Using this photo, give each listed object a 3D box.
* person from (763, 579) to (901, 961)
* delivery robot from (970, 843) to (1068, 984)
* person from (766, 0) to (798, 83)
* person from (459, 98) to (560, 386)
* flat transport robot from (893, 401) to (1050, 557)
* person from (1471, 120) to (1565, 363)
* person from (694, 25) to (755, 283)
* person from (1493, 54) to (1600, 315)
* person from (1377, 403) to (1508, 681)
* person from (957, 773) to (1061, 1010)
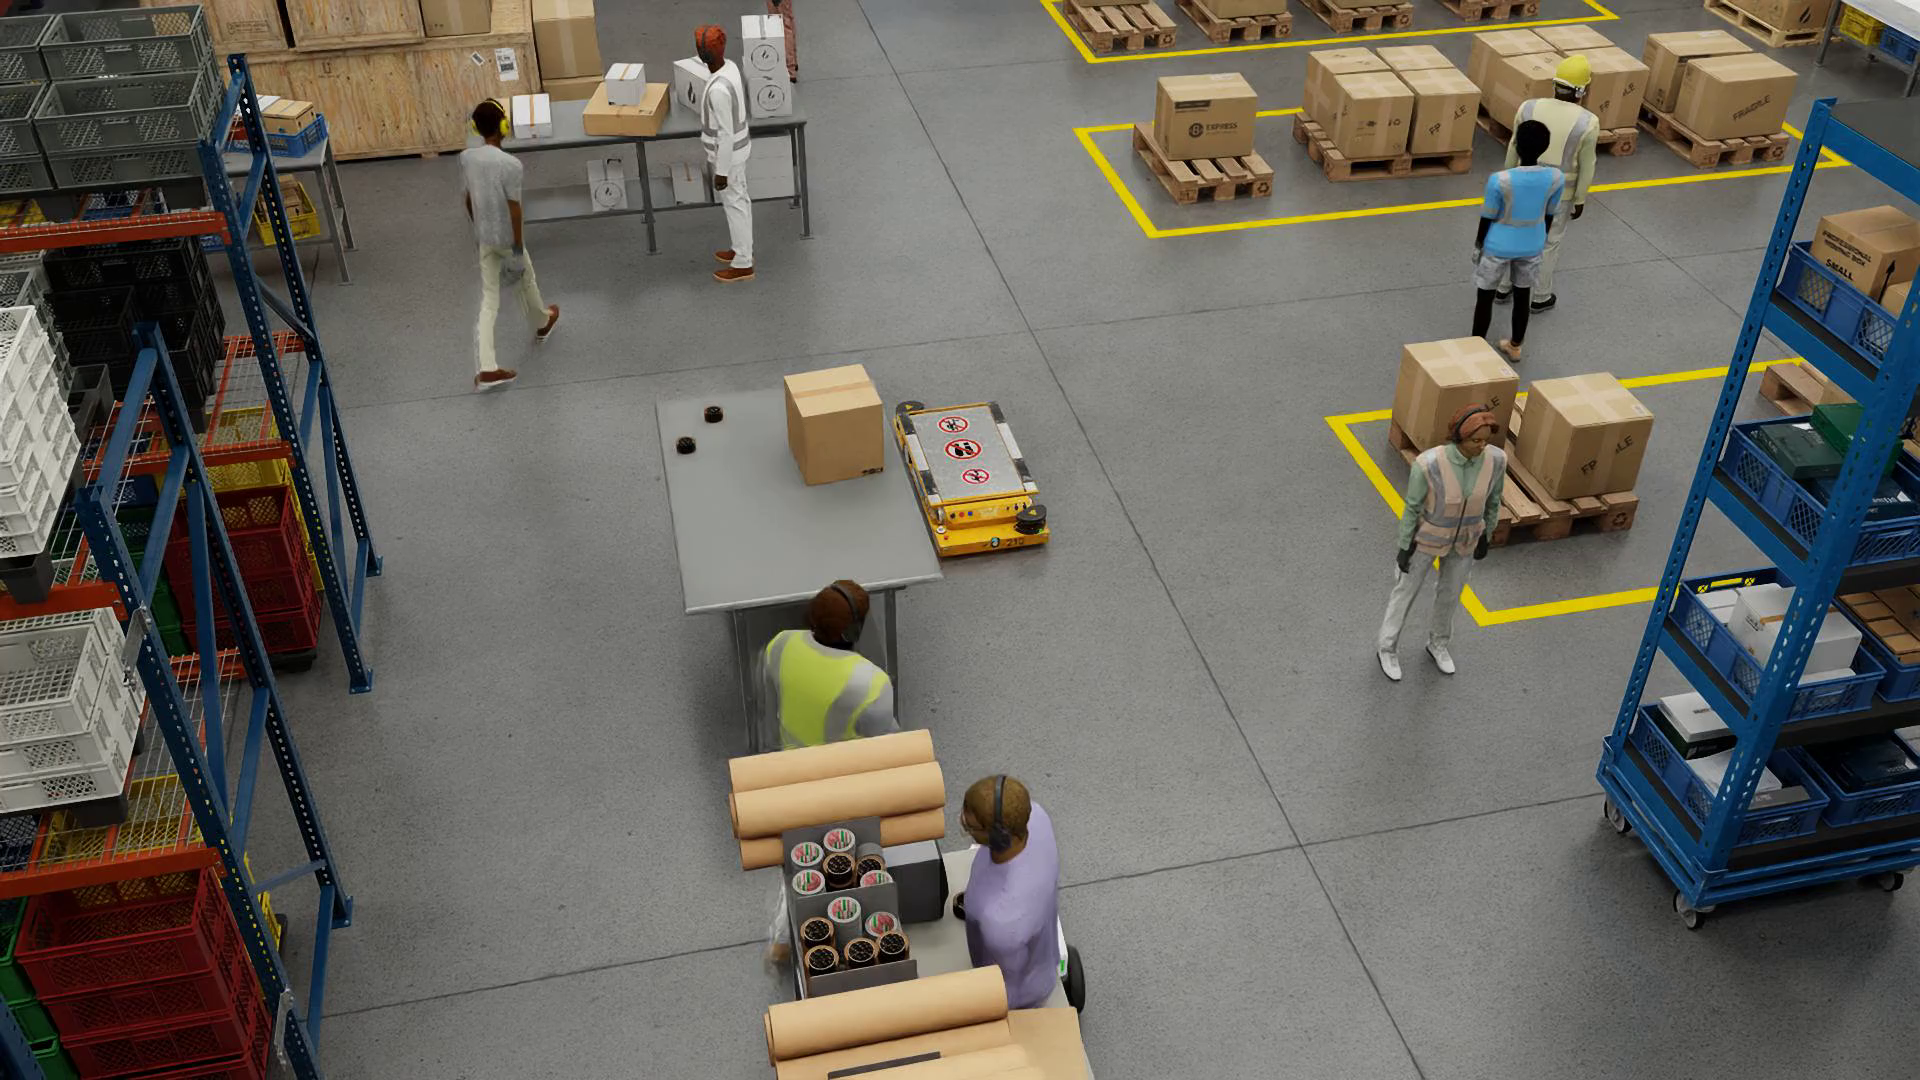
[{"bbox_3d":[-0.530,0.943,7.006,0.619,1.795,0.950,31,46,34],"label":"person"},{"bbox_3d":[0.234,1.591,7.081,0.477,0.478,0.707,-5,37,-6],"label":"delivery robot"},{"bbox_3d":[-1.677,-5.090,15.023,0.401,1.900,0.646,-1,37,-2],"label":"person"},{"bbox_3d":[-3.036,-1.962,10.916,0.516,1.787,1.059,10,38,13],"label":"person"},{"bbox_3d":[0.046,-0.430,10.108,0.652,0.197,1.431,-8,37,-10],"label":"flat transport robot"},{"bbox_3d":[3.636,-1.937,10.955,0.541,1.691,0.320,-4,37,-6],"label":"person"},{"bbox_3d":[-1.673,-2.754,11.892,0.359,1.882,0.575,0,37,0],"label":"person"},{"bbox_3d":[4.072,-2.462,11.541,0.598,1.830,0.403,25,43,29],"label":"person"},{"bbox_3d":[2.438,0.013,8.384,0.521,1.633,0.316,-5,37,-7],"label":"person"},{"bbox_3d":[0.174,1.572,6.043,0.371,1.930,0.627,7,37,9],"label":"person"}]
